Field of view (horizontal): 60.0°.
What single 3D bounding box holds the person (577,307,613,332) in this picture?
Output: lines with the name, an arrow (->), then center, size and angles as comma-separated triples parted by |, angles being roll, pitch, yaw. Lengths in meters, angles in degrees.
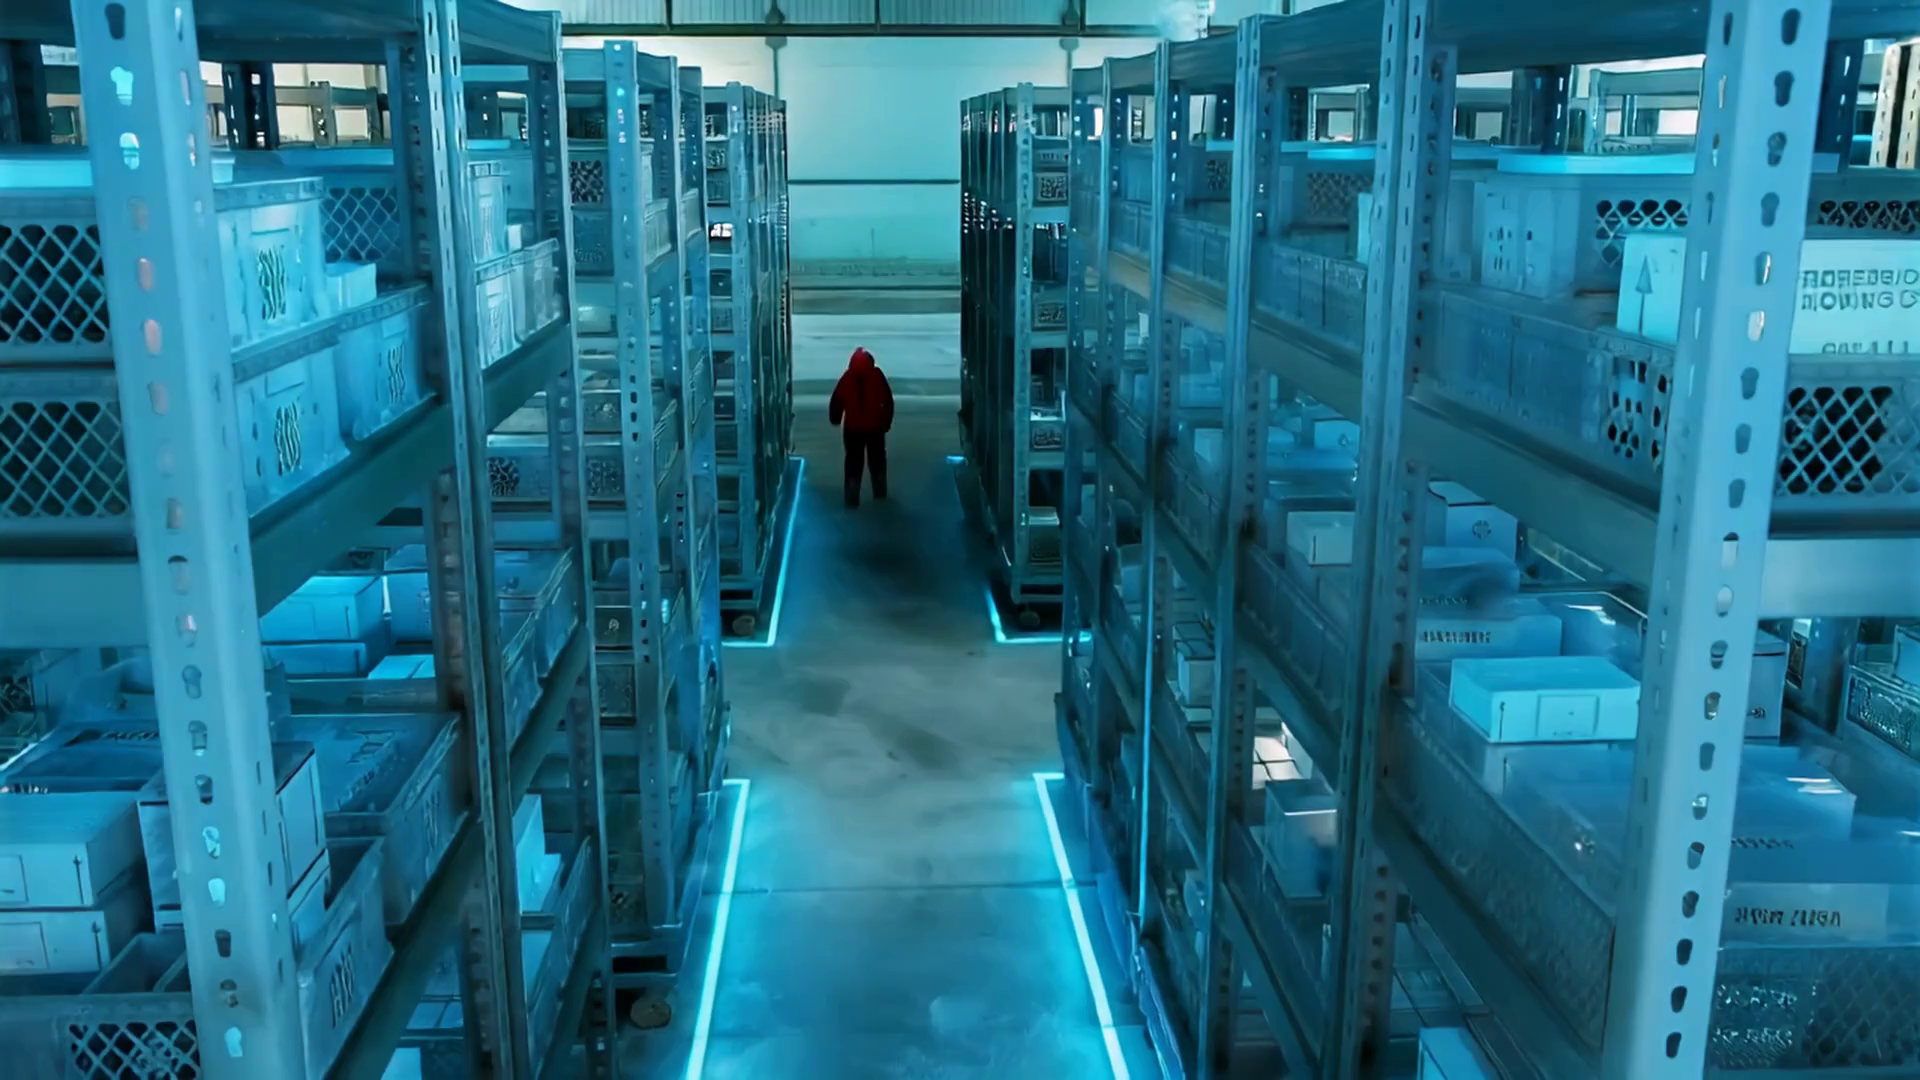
person -> -3.655, -1.588, 16.497 | 0.581, 1.778, 0.990 | -8, 16, -30
